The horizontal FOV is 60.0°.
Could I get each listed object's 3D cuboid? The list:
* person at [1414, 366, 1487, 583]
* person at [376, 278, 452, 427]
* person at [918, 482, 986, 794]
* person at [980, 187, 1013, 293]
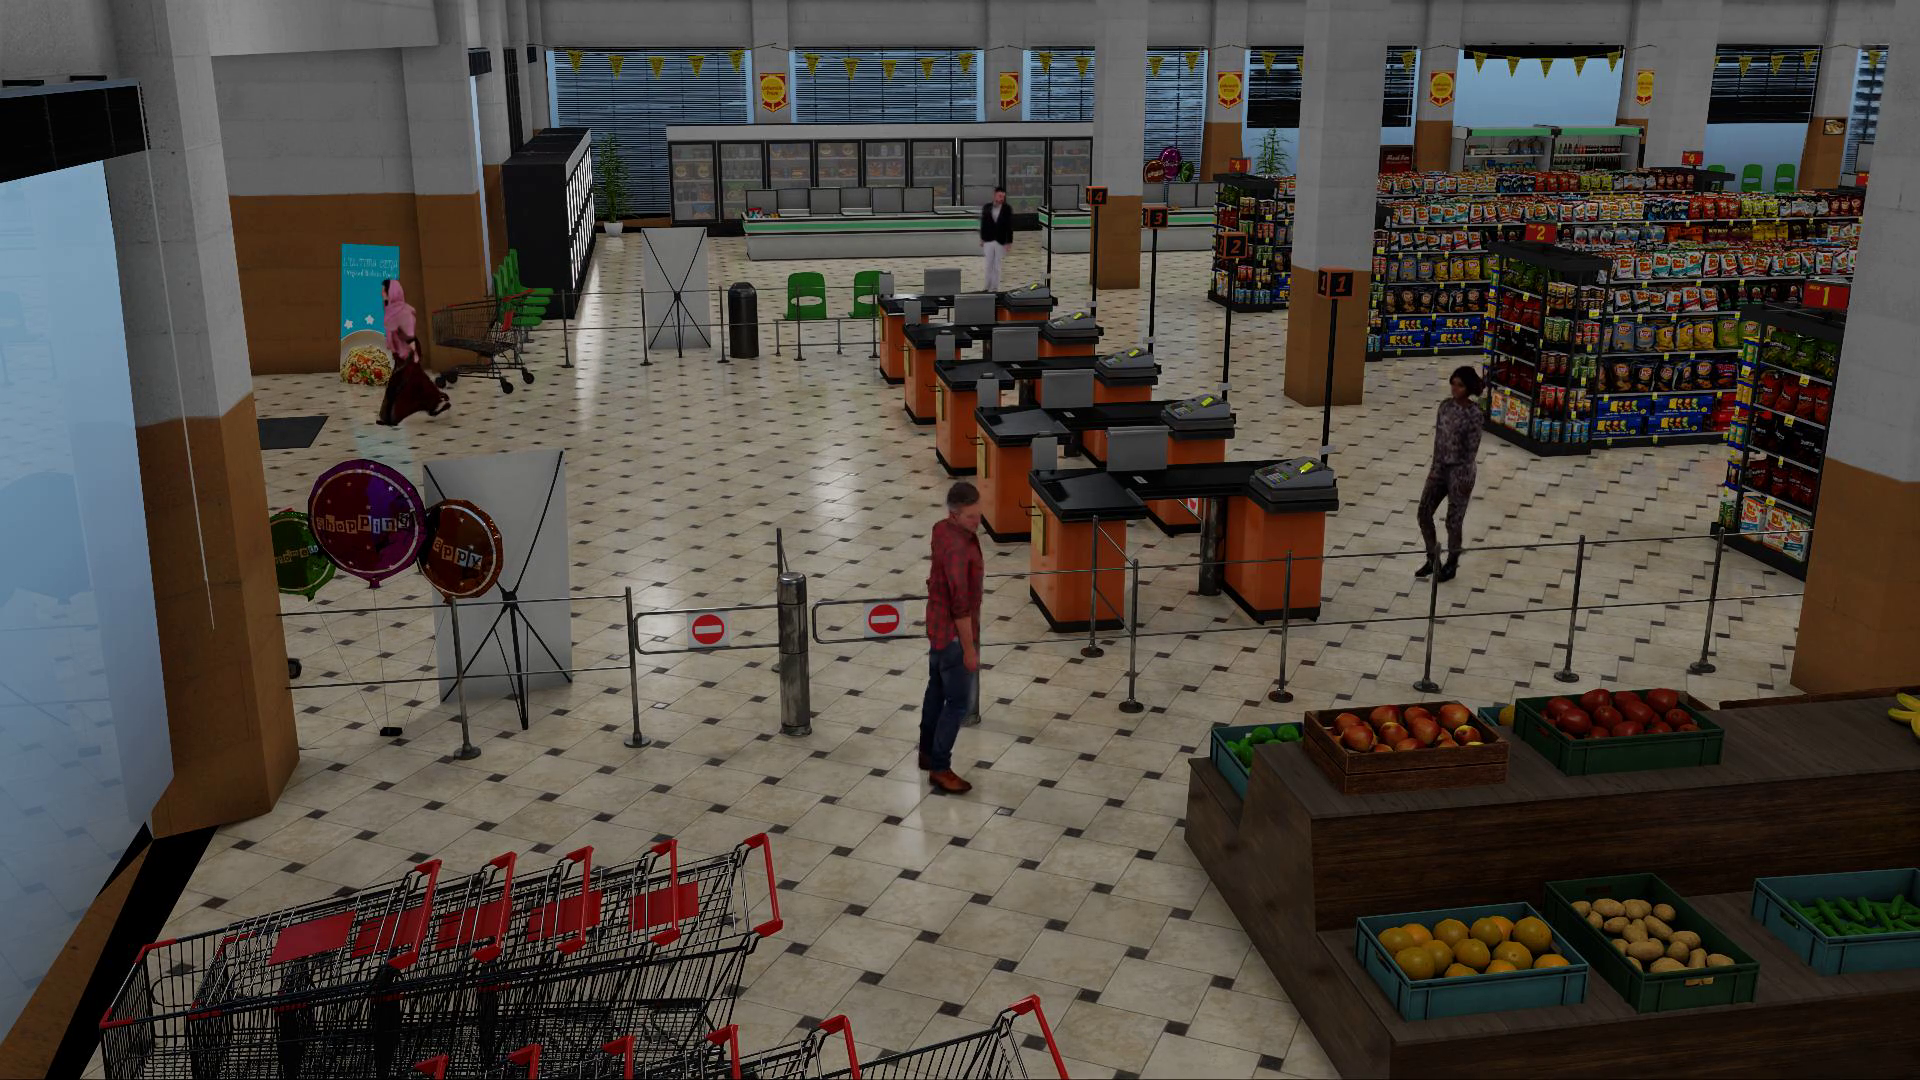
[{"bbox_3d":[3.881,-0.510,12.912,0.747,1.706,0.713,-11,20,-32],"label":"person"},{"bbox_3d":[-5.976,-2.037,18.148,1.198,1.585,0.978,-13,21,-36],"label":"person"},{"bbox_3d":[-0.097,0.504,9.403,0.553,1.804,0.859,-6,18,-20],"label":"person"},{"bbox_3d":[0.541,-4.772,26.791,0.720,1.797,0.837,5,18,17],"label":"person"}]
